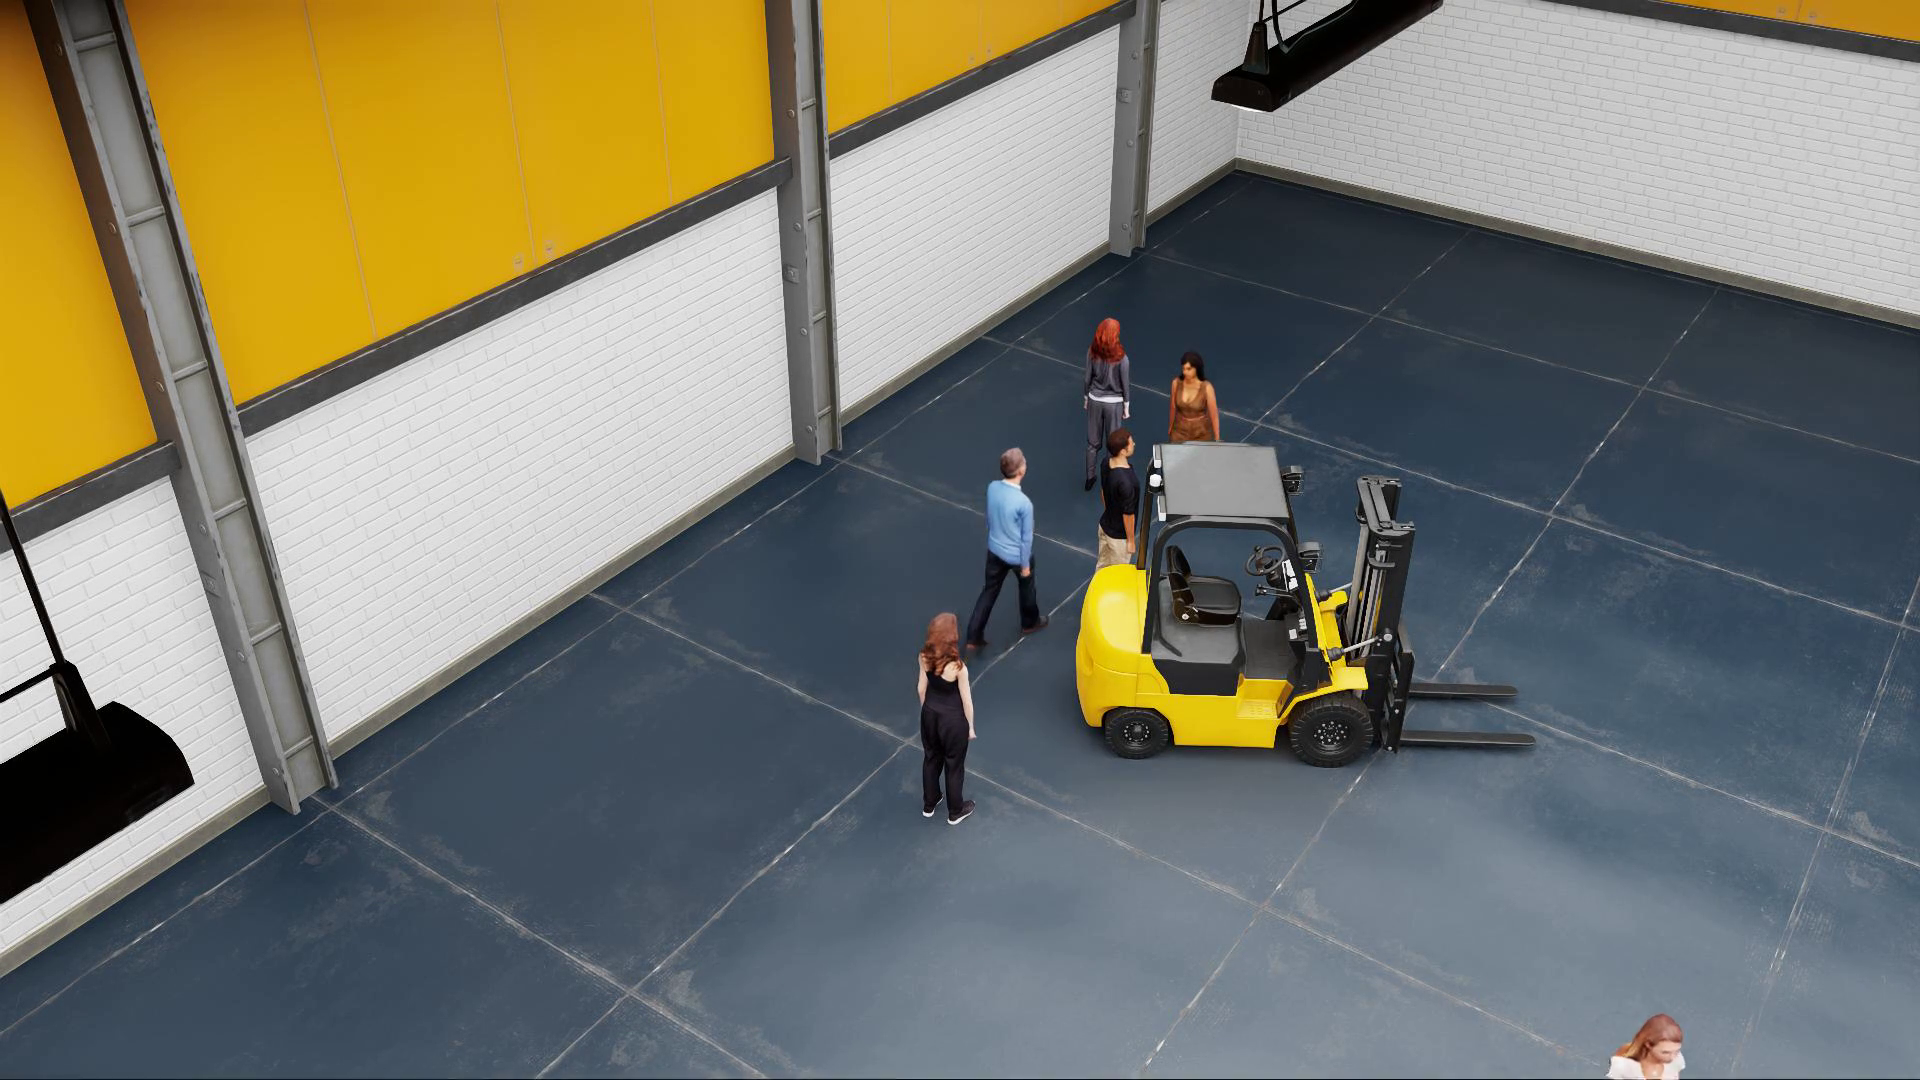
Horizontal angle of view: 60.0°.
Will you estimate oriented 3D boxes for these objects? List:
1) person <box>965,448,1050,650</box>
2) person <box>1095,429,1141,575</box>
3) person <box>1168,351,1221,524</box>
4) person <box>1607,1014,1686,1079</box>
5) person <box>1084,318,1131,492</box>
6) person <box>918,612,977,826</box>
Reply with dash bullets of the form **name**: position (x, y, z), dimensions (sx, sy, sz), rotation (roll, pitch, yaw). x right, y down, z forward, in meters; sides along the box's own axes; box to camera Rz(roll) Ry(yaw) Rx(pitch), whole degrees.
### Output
- **person**: position (0.331, 0.118, 13.273), dimensions (0.785, 1.777, 1.158), rotation (28, 42, 35)
- **person**: position (1.268, -0.089, 13.508), dimensions (0.720, 1.861, 0.707), rotation (-12, 35, -17)
- **person**: position (2.116, -0.981, 15.056), dimensions (0.849, 1.634, 1.138), rotation (11, 35, 15)
- **person**: position (3.549, 3.077, 8.910), dimensions (0.852, 1.680, 0.922), rotation (-4, 34, -7)
- **person**: position (1.339, -1.233, 15.303), dimensions (0.615, 1.779, 0.520), rotation (16, 37, 23)
- **person**: position (-0.119, 1.247, 11.603), dimensions (0.601, 1.746, 0.547), rotation (17, 37, 24)
